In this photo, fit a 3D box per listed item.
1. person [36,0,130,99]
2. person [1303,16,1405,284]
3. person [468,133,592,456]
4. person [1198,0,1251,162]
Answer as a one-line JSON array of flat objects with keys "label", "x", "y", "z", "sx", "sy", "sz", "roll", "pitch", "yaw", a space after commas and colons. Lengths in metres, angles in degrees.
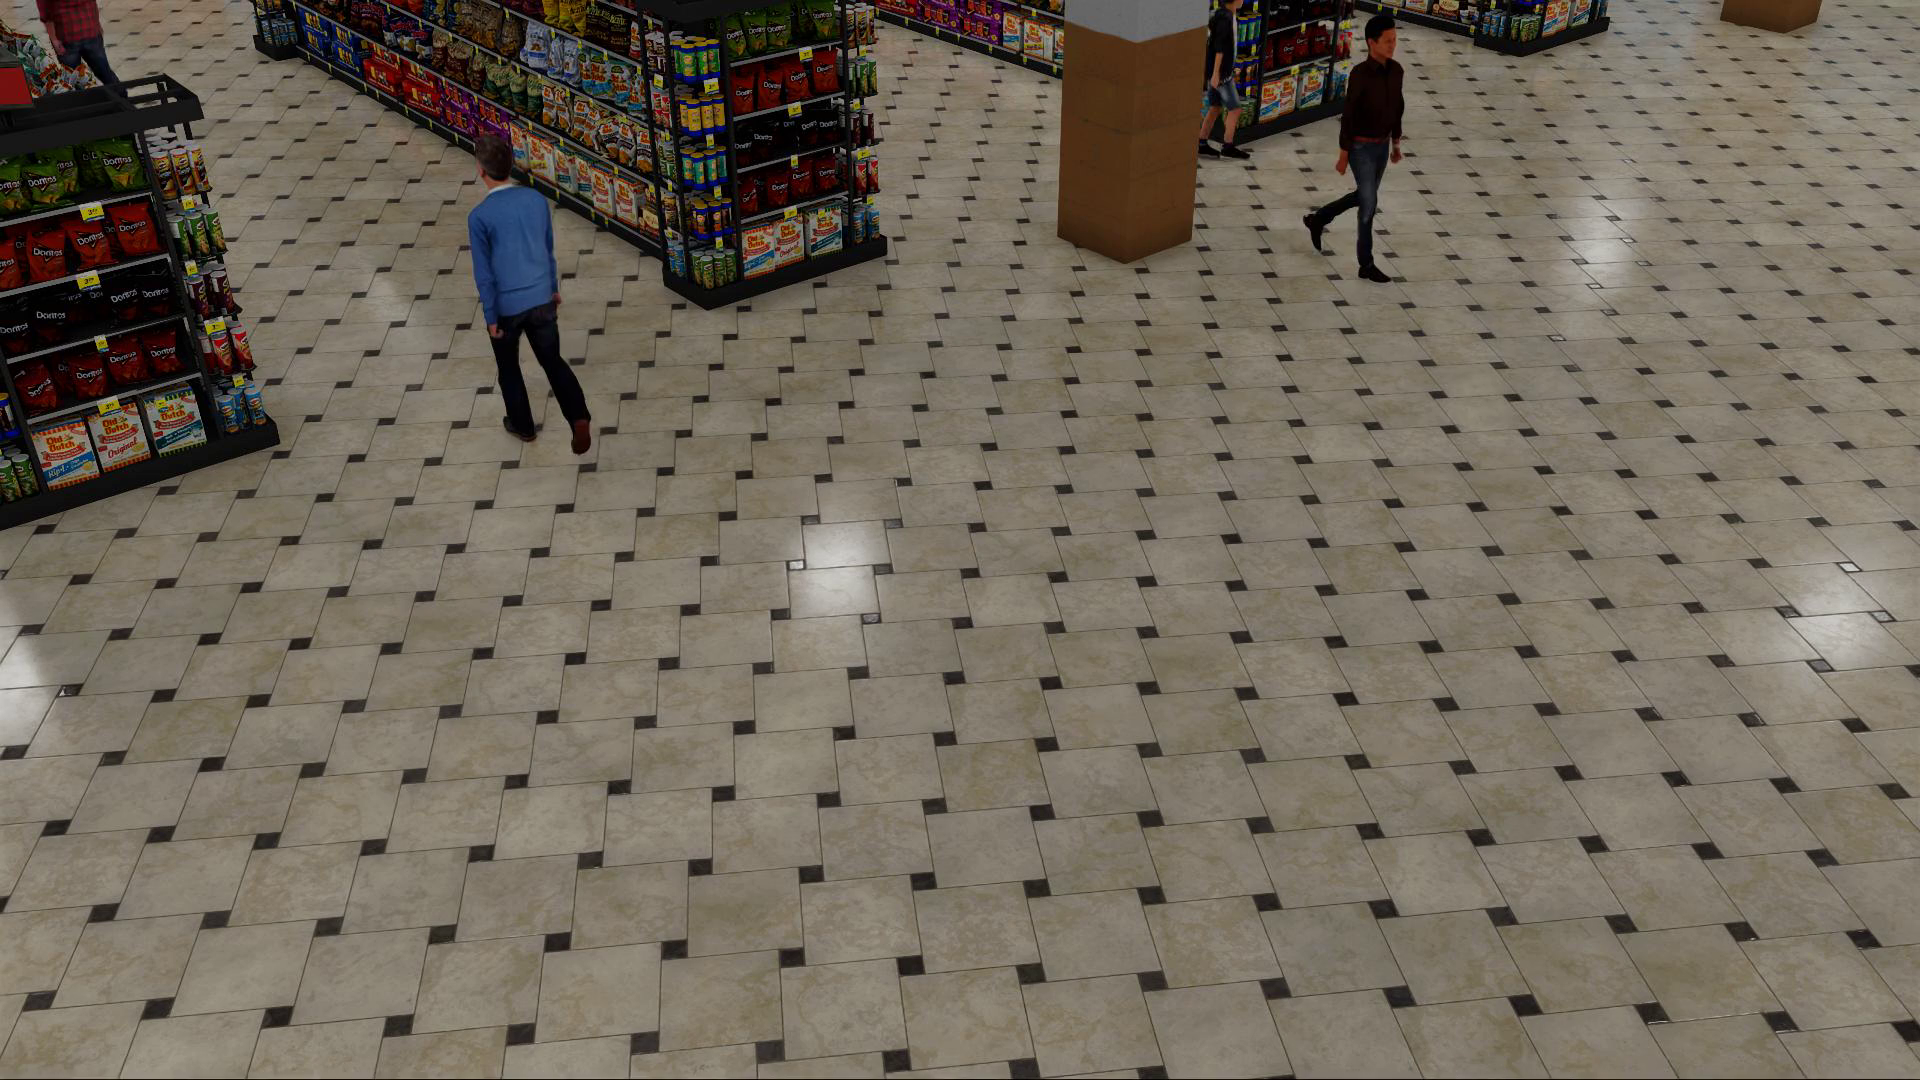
[{"label": "person", "x": -7.180, "y": -4.130, "z": 13.602, "sx": 1.043, "sy": 1.747, "sz": 0.810, "roll": 22, "pitch": 38, "yaw": 31}, {"label": "person", "x": 2.684, "y": -2.651, "z": 11.215, "sx": 0.648, "sy": 1.758, "sz": 1.051, "roll": -23, "pitch": 38, "yaw": -32}, {"label": "person", "x": -2.326, "y": -1.281, "z": 8.975, "sx": 0.640, "sy": 1.798, "sz": 1.034, "roll": -25, "pitch": 40, "yaw": -34}, {"label": "person", "x": 2.028, "y": -3.751, "z": 13.297, "sx": 0.820, "sy": 1.426, "sz": 0.753, "roll": 7, "pitch": 33, "yaw": 11}]
